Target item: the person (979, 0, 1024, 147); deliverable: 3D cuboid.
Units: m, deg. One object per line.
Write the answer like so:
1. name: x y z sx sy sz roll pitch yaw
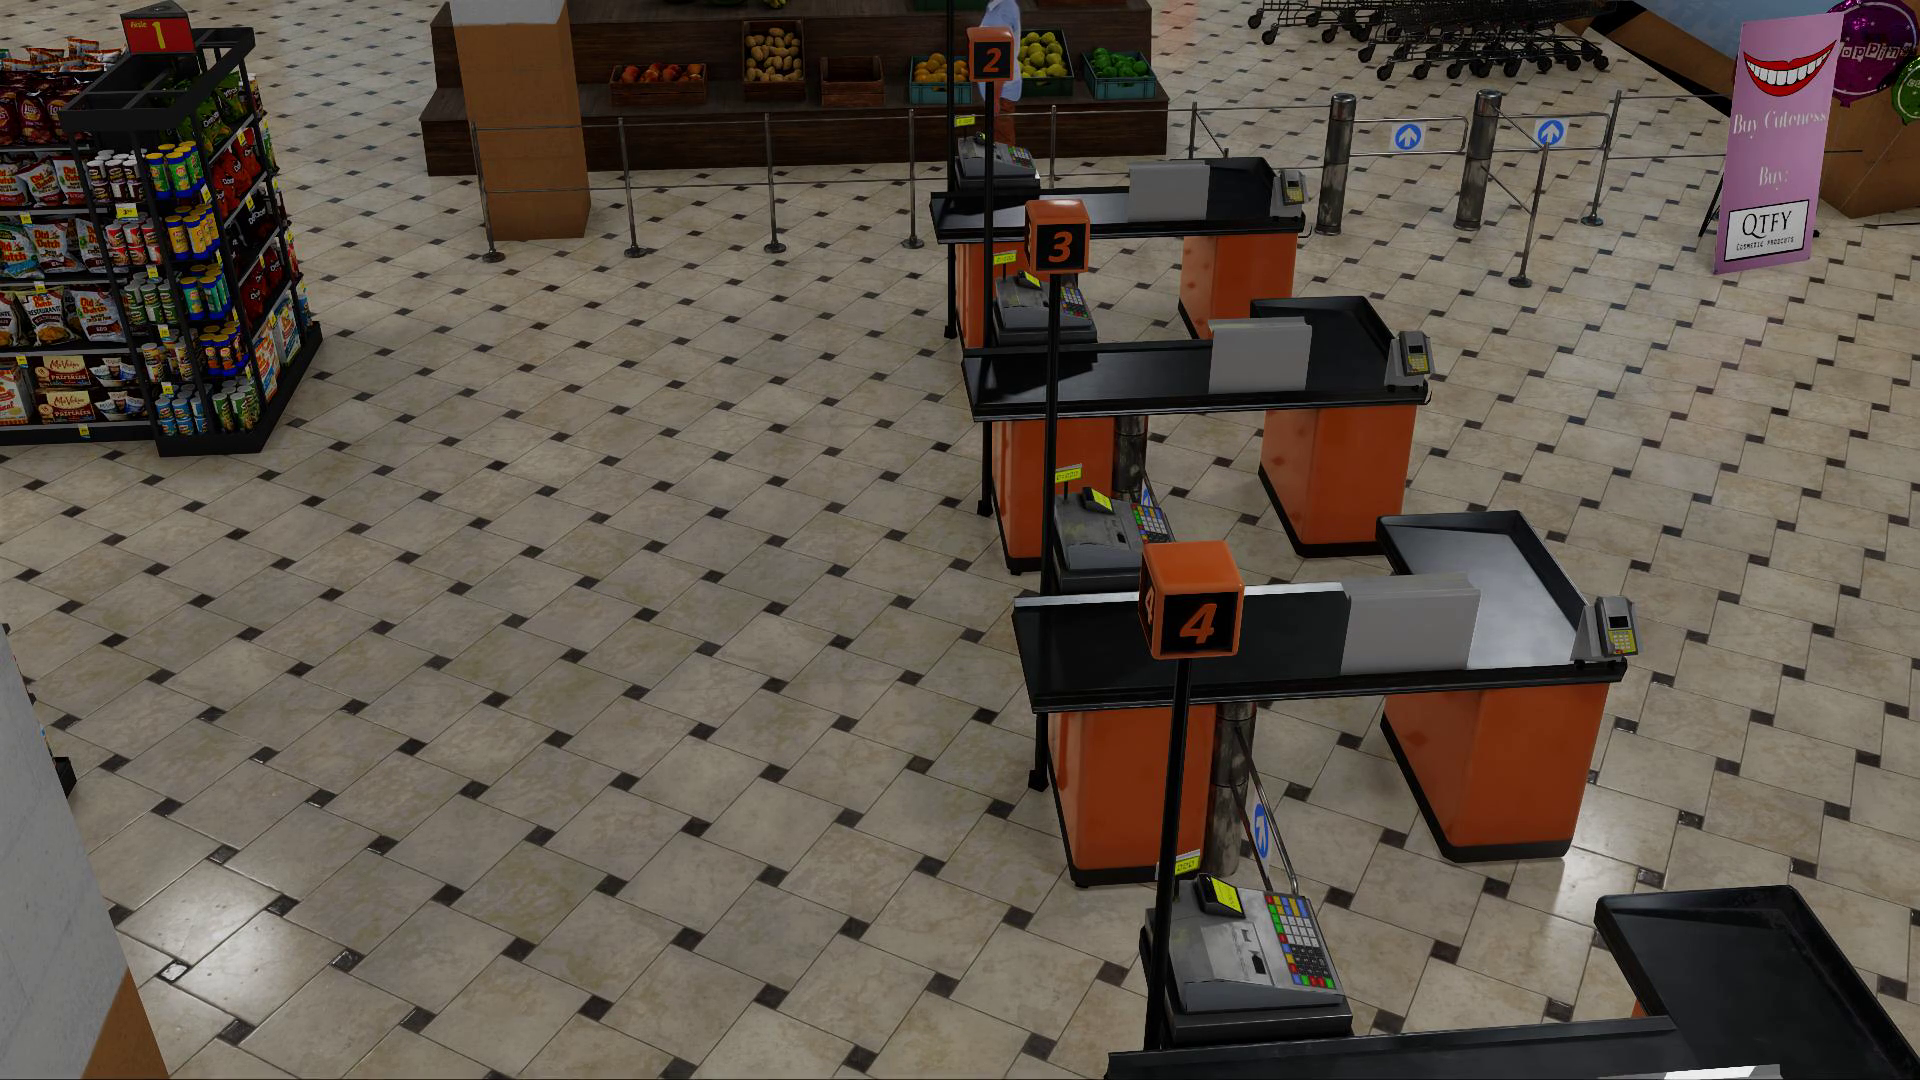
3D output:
1. person: 0.307 -3.384 12.376 0.626 1.821 0.714 2 32 3
